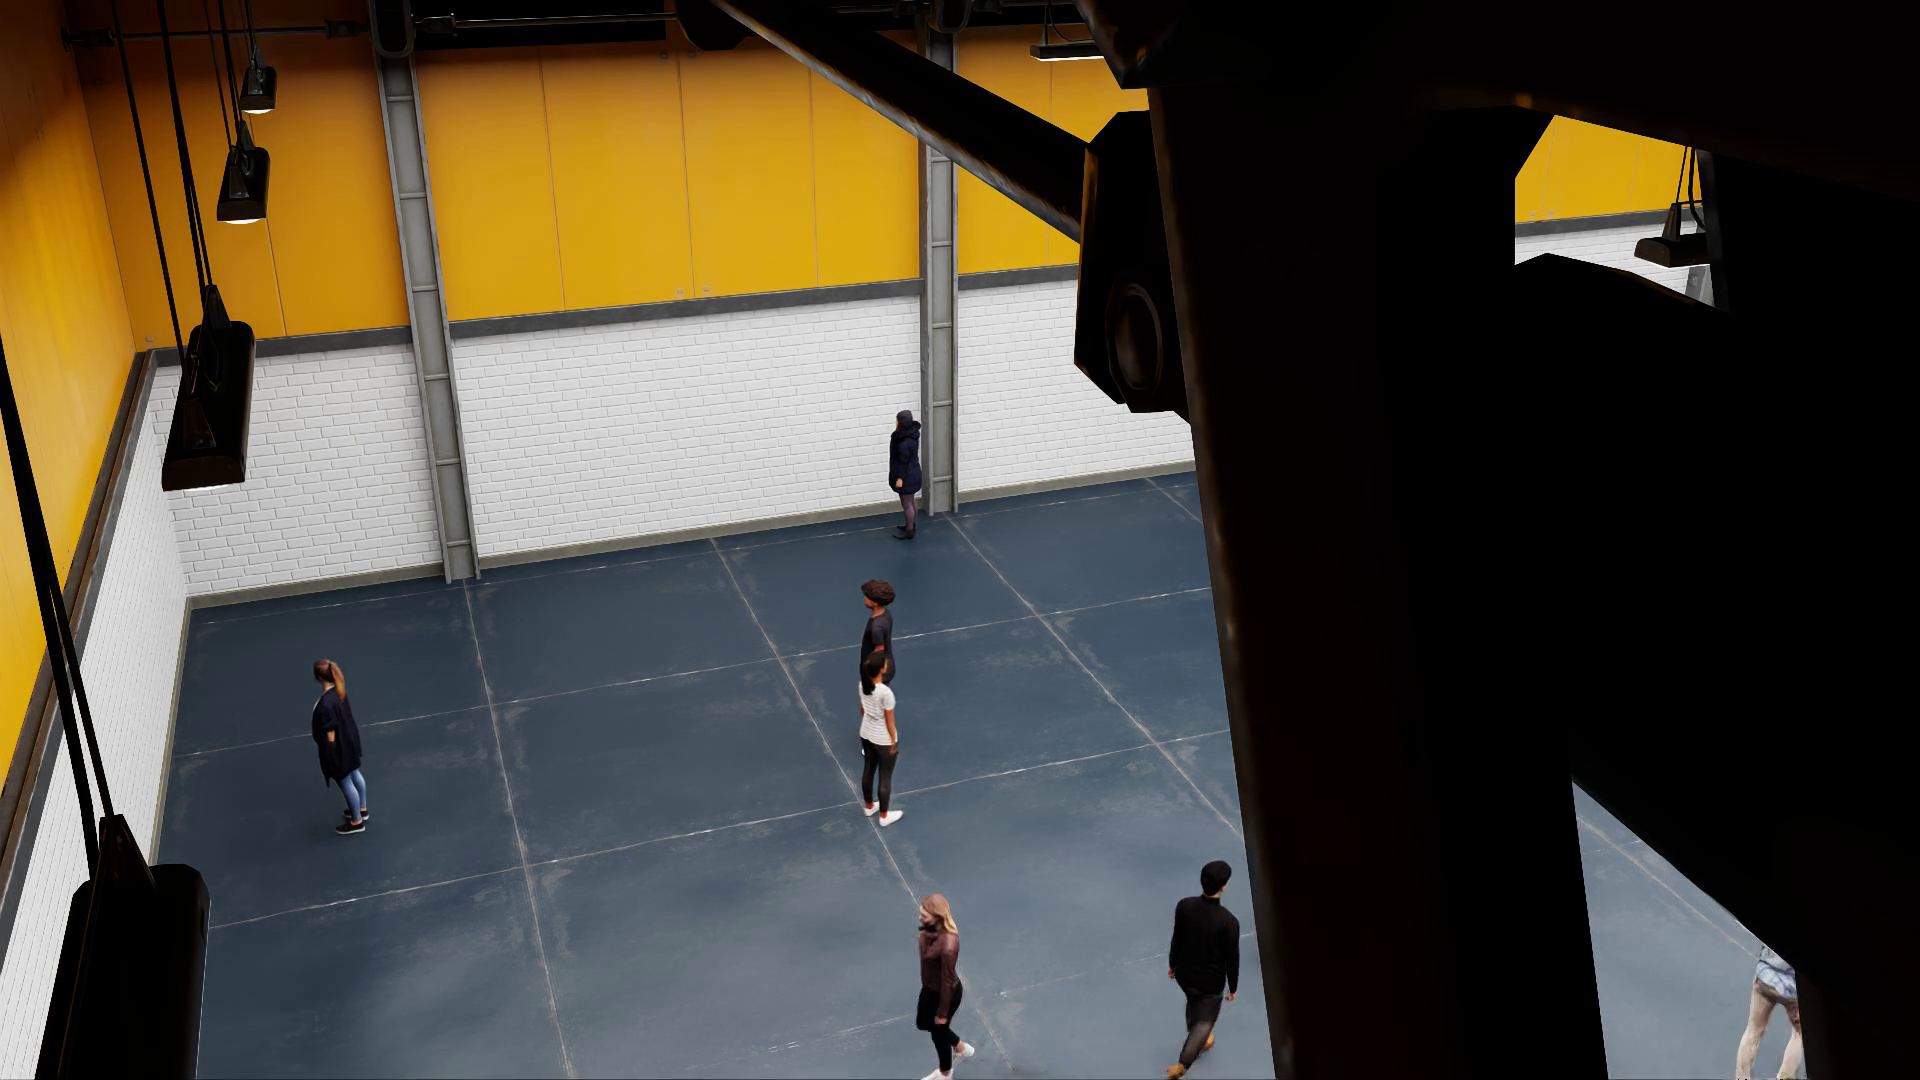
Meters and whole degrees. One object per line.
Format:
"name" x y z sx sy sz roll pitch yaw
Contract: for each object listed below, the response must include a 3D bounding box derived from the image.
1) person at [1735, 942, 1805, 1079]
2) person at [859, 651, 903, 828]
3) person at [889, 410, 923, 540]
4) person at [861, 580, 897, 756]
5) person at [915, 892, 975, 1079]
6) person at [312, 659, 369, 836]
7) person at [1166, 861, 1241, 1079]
"person" 5.547 3.078 11.362 0.792 1.830 0.724 -13 27 -28
"person" -0.727 1.738 14.660 0.638 1.643 0.634 -21 31 -40
"person" -0.655 -0.821 20.476 0.820 1.673 0.790 5 24 10
"person" -0.766 1.183 15.754 0.695 1.784 0.704 1 24 1
"person" -0.049 3.108 11.475 0.654 1.684 0.623 -6 24 -14
"person" -5.395 1.782 14.510 0.683 1.684 0.702 0 24 0
"person" 1.644 3.050 11.594 0.968 1.696 1.101 15 28 31
